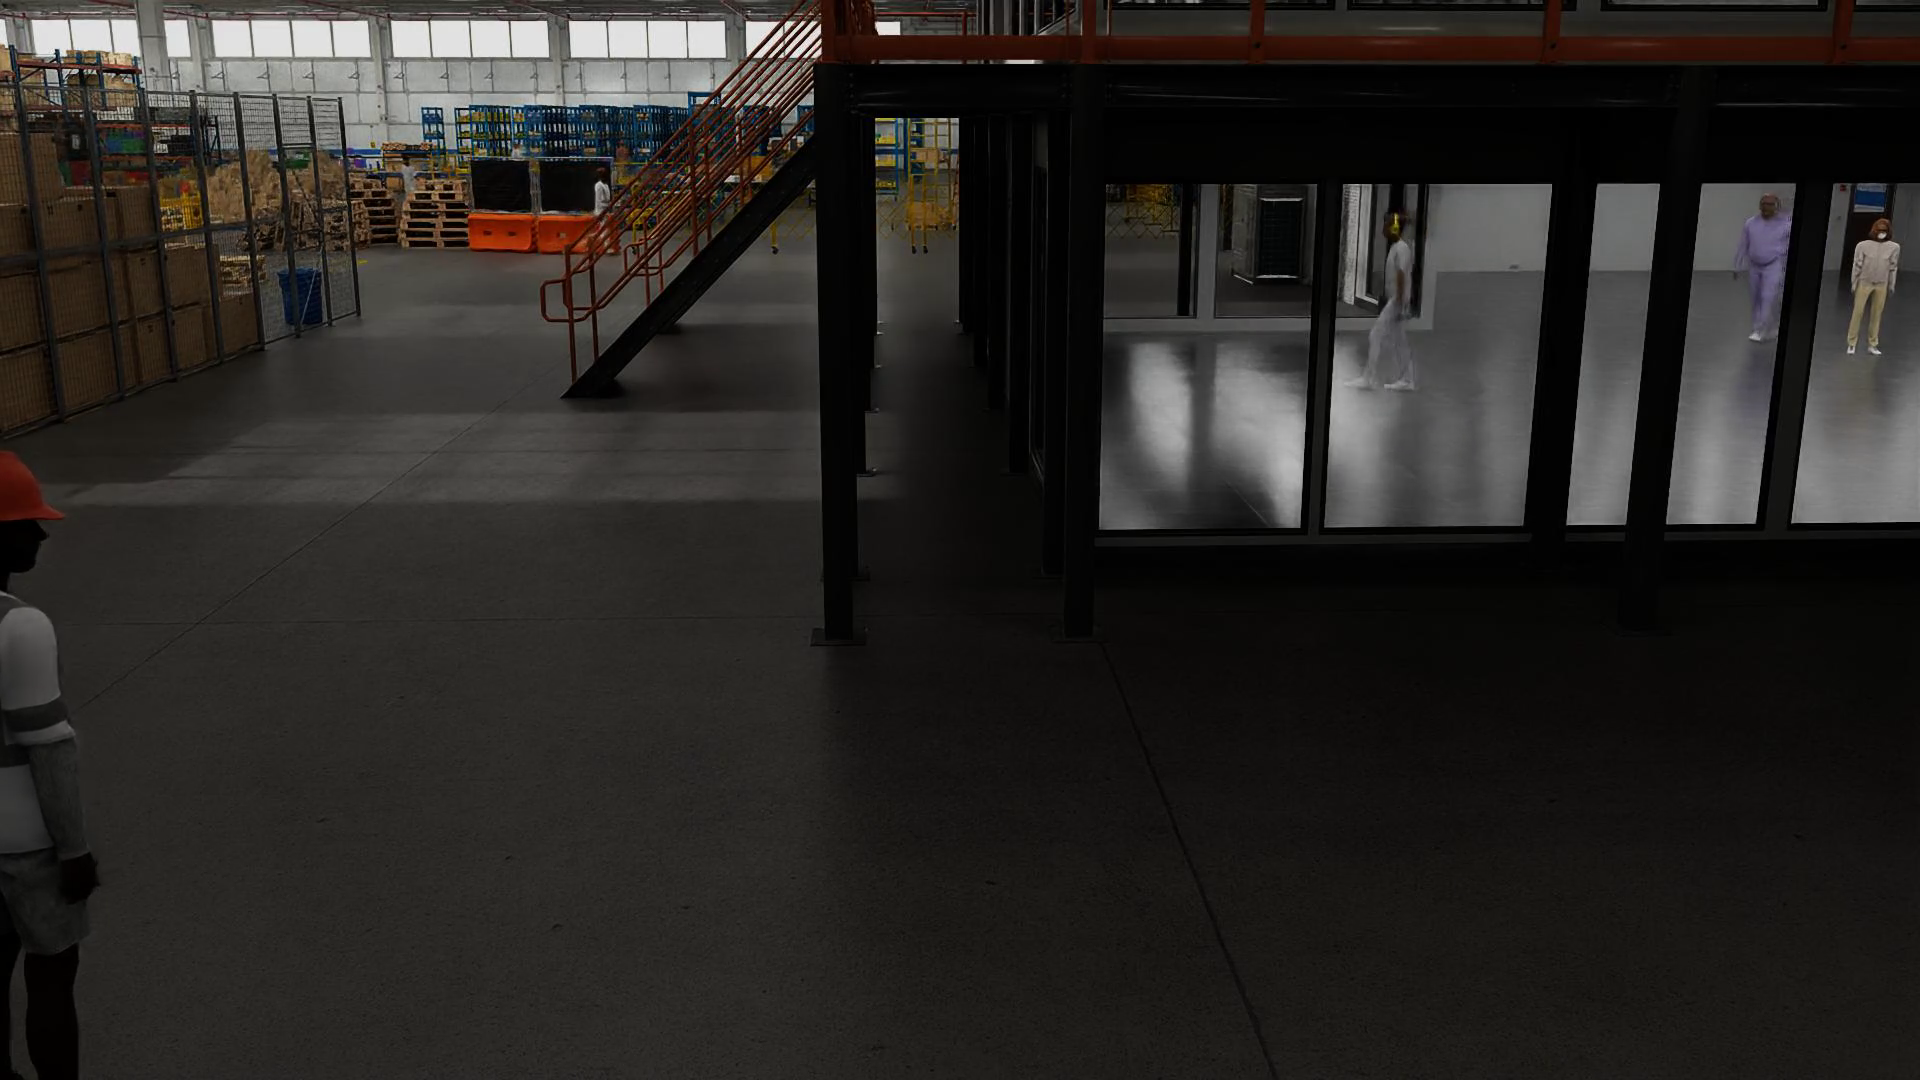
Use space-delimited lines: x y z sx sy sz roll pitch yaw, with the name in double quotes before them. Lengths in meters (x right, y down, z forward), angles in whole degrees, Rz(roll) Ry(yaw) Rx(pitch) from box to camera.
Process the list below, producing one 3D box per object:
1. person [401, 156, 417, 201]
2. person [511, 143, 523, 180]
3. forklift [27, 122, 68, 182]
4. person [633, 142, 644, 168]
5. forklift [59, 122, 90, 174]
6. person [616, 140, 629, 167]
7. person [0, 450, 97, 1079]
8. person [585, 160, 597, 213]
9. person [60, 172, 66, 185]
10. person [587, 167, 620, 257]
"person" -16.289 -10.439 49.236 0.746 1.820 0.536 6 15 23
"person" -20.098 -17.018 75.348 0.620 1.893 0.659 5 15 20
"forklift" -35.376 -14.773 64.377 1.129 2.768 1.873 -1 14 -2
"person" -16.243 -19.196 84.170 0.563 1.838 0.390 -10 17 -35
"forklift" -38.694 -16.914 72.933 1.129 2.768 1.873 4 15 15
"person" -15.767 -17.675 77.771 0.622 1.992 0.397 -7 16 -25
"person" -2.468 0.722 4.366 0.548 1.934 0.376 7 16 27
"person" -10.149 -9.629 46.111 0.438 1.758 0.543 -4 15 -16
"person" -20.478 -7.665 37.671 0.537 2.000 0.864 -9 17 -33
"person" -7.494 -6.857 34.799 0.656 1.865 0.584 2 14 8
